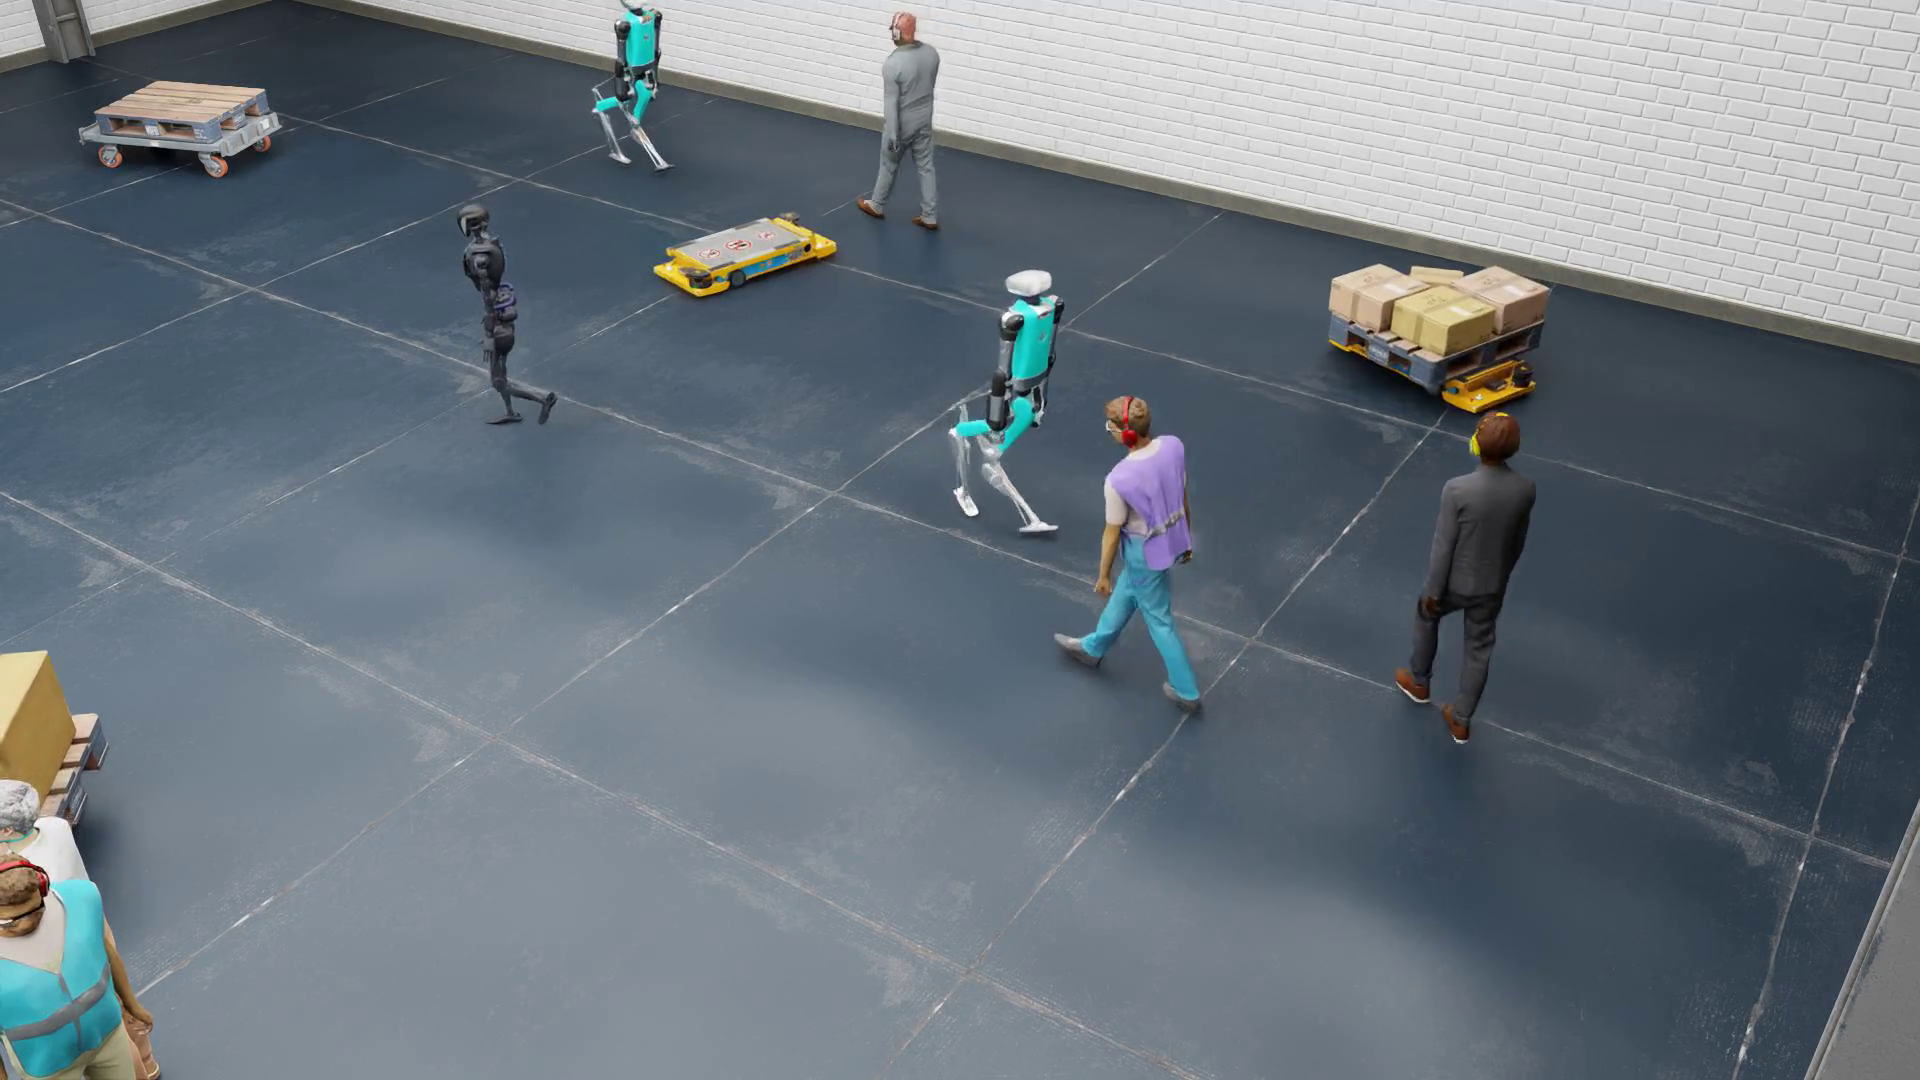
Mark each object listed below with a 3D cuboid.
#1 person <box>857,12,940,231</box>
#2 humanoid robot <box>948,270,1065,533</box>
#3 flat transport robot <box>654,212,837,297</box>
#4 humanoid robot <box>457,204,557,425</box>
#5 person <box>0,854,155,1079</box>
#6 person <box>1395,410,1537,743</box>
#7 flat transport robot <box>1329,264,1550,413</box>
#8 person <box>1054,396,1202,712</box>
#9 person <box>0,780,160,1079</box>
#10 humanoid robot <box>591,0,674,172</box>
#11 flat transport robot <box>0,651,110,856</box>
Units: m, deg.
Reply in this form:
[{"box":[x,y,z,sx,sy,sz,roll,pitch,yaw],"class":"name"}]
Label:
[{"box":[-0.511,-3.655,14.467,0.659,1.870,0.844,-26,41,-35],"class":"person"},{"box":[0.215,-0.882,10.297,1.005,1.760,0.569,25,40,33],"class":"humanoid robot"},{"box":[-1.801,-2.409,14.004,1.431,0.231,0.659,-26,41,-34],"class":"flat transport robot"},{"box":[-3.090,-1.528,11.333,0.507,1.638,0.598,-8,34,-12],"class":"humanoid robot"},{"box":[-3.201,1.818,5.976,0.389,1.835,0.568,17,36,24],"class":"person"},{"box":[2.604,0.139,8.581,0.512,1.849,0.752,-3,33,-4],"class":"person"},{"box":[3.510,-1.370,12.388,0.659,0.231,1.431,-20,38,-29],"class":"flat transport robot"},{"box":[0.951,0.061,8.755,0.950,1.776,0.573,24,40,32],"class":"person"},{"box":[-3.431,1.598,6.401,0.321,1.748,0.474,-11,34,-16],"class":"person"},{"box":[-3.119,-4.256,15.508,1.007,1.733,0.530,22,39,30],"class":"humanoid robot"},{"box":[-4.818,1.458,7.987,0.659,0.231,1.431,-5,33,-7],"class":"flat transport robot"}]
